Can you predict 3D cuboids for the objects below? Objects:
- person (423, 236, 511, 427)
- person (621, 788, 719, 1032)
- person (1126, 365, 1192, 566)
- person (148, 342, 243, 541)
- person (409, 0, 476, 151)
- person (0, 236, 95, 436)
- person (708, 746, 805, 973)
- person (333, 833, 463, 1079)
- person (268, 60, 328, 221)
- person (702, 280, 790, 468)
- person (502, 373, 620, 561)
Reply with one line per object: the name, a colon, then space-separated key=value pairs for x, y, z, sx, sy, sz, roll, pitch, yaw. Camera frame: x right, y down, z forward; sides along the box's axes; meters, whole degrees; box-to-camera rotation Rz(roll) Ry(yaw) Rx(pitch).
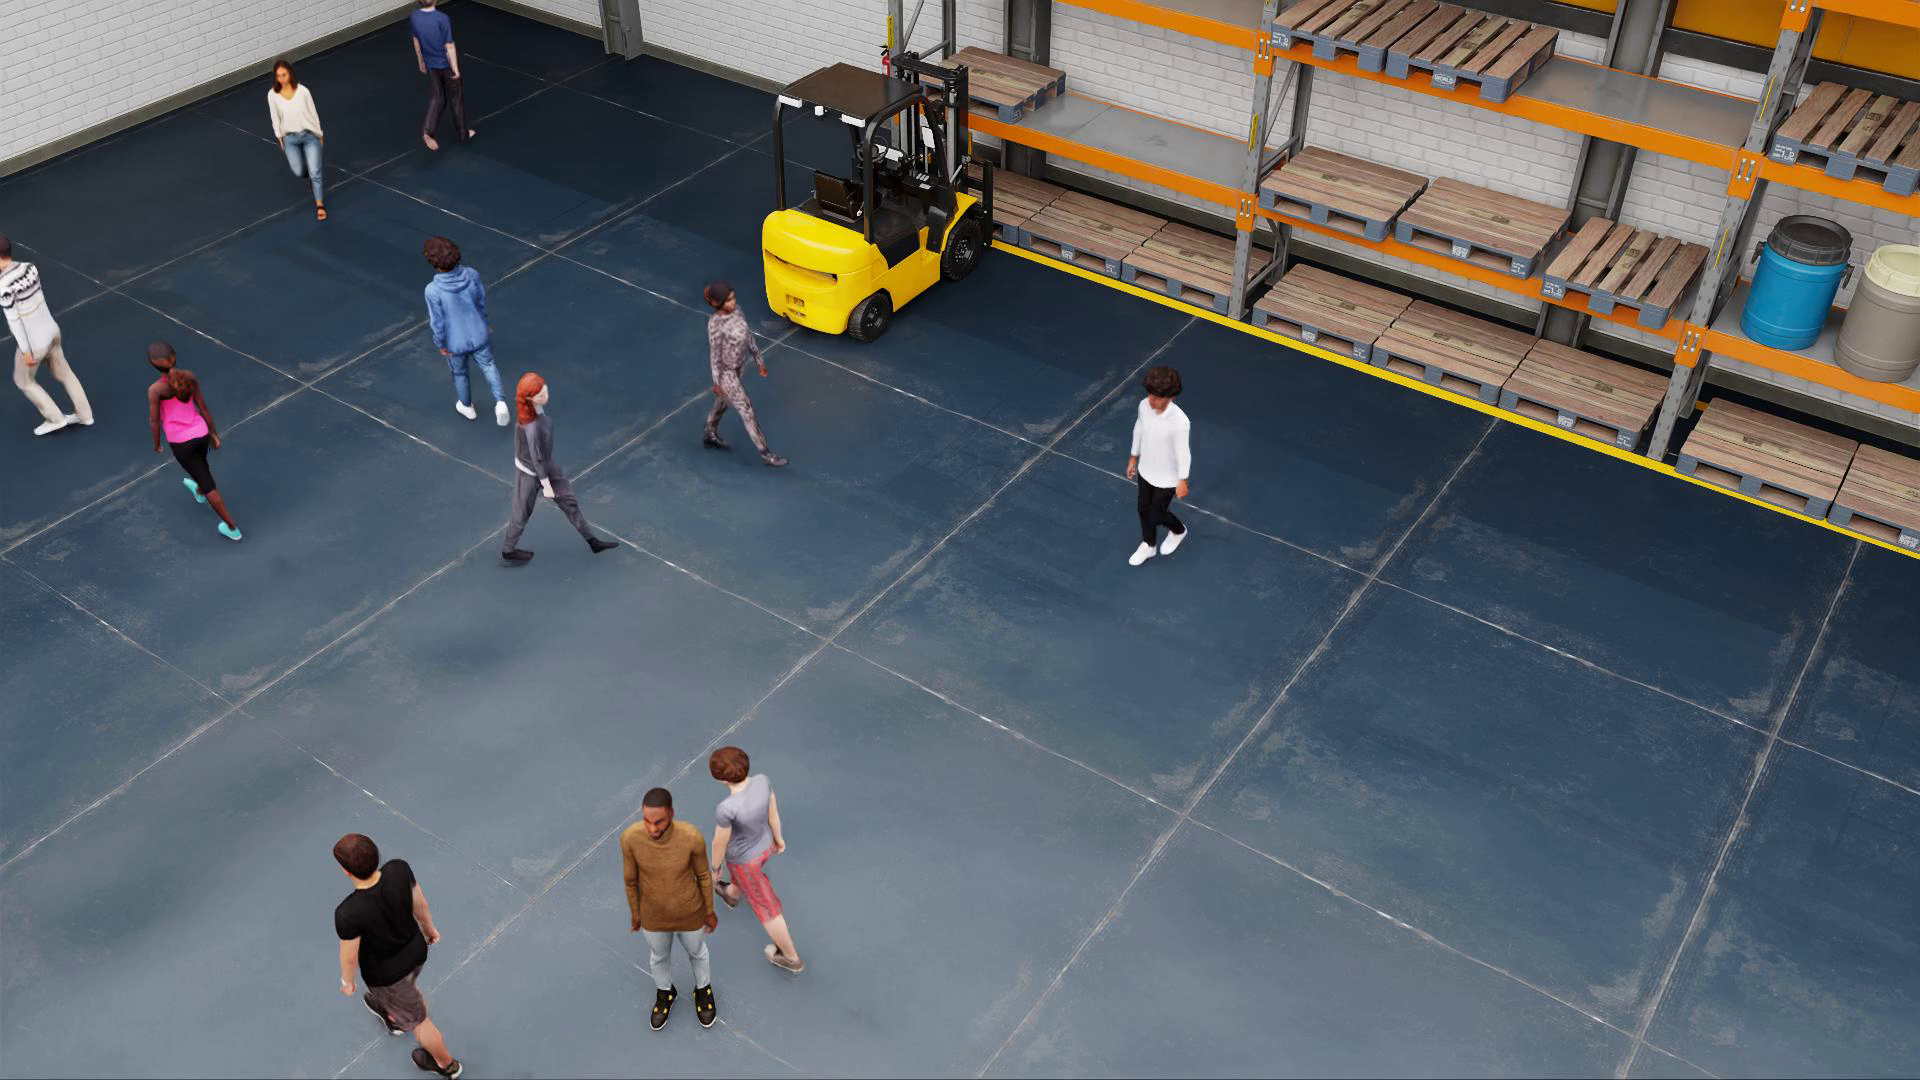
person: x=-4.131 y=-1.721 z=13.983 sx=0.886 sy=1.793 sz=1.066 roll=-24 pitch=44 yaw=-27
person: x=-1.602 y=2.033 z=9.264 sx=0.690 sy=1.816 sz=0.783 roll=-1 pitch=39 yaw=-1
person: x=1.564 y=-0.579 z=12.553 sx=0.858 sy=1.792 sz=0.800 roll=-24 pitch=45 yaw=-27
person: x=-5.880 y=-0.720 z=12.816 sx=1.039 sy=1.684 sz=0.540 roll=23 pitch=44 yaw=27
person: x=-5.732 y=-5.146 z=18.228 sx=1.049 sy=1.847 sz=0.953 roll=9 pitch=40 yaw=11
person: x=-7.651 y=-1.693 z=13.914 sx=0.851 sy=1.835 sz=0.833 roll=4 pitch=39 yaw=4
person: x=-1.158 y=1.877 z=9.628 sx=1.145 sy=1.603 sz=0.649 roll=27 pitch=46 yaw=30
person: x=-2.964 y=2.286 z=8.926 sx=1.044 sy=1.841 sz=0.801 roll=17 pitch=42 yaw=20
person: x=-6.781 y=-4.169 z=17.150 sx=0.893 sy=1.666 sz=0.968 roll=-9 pitch=39 yaw=-11
person: x=-1.945 y=-1.385 z=13.662 sx=1.153 sy=1.667 sz=0.699 roll=17 pitch=42 yaw=21
person: x=-3.269 y=-0.501 z=12.517 sx=1.220 sy=1.716 sz=1.073 roll=-4 pitch=39 yaw=-5
